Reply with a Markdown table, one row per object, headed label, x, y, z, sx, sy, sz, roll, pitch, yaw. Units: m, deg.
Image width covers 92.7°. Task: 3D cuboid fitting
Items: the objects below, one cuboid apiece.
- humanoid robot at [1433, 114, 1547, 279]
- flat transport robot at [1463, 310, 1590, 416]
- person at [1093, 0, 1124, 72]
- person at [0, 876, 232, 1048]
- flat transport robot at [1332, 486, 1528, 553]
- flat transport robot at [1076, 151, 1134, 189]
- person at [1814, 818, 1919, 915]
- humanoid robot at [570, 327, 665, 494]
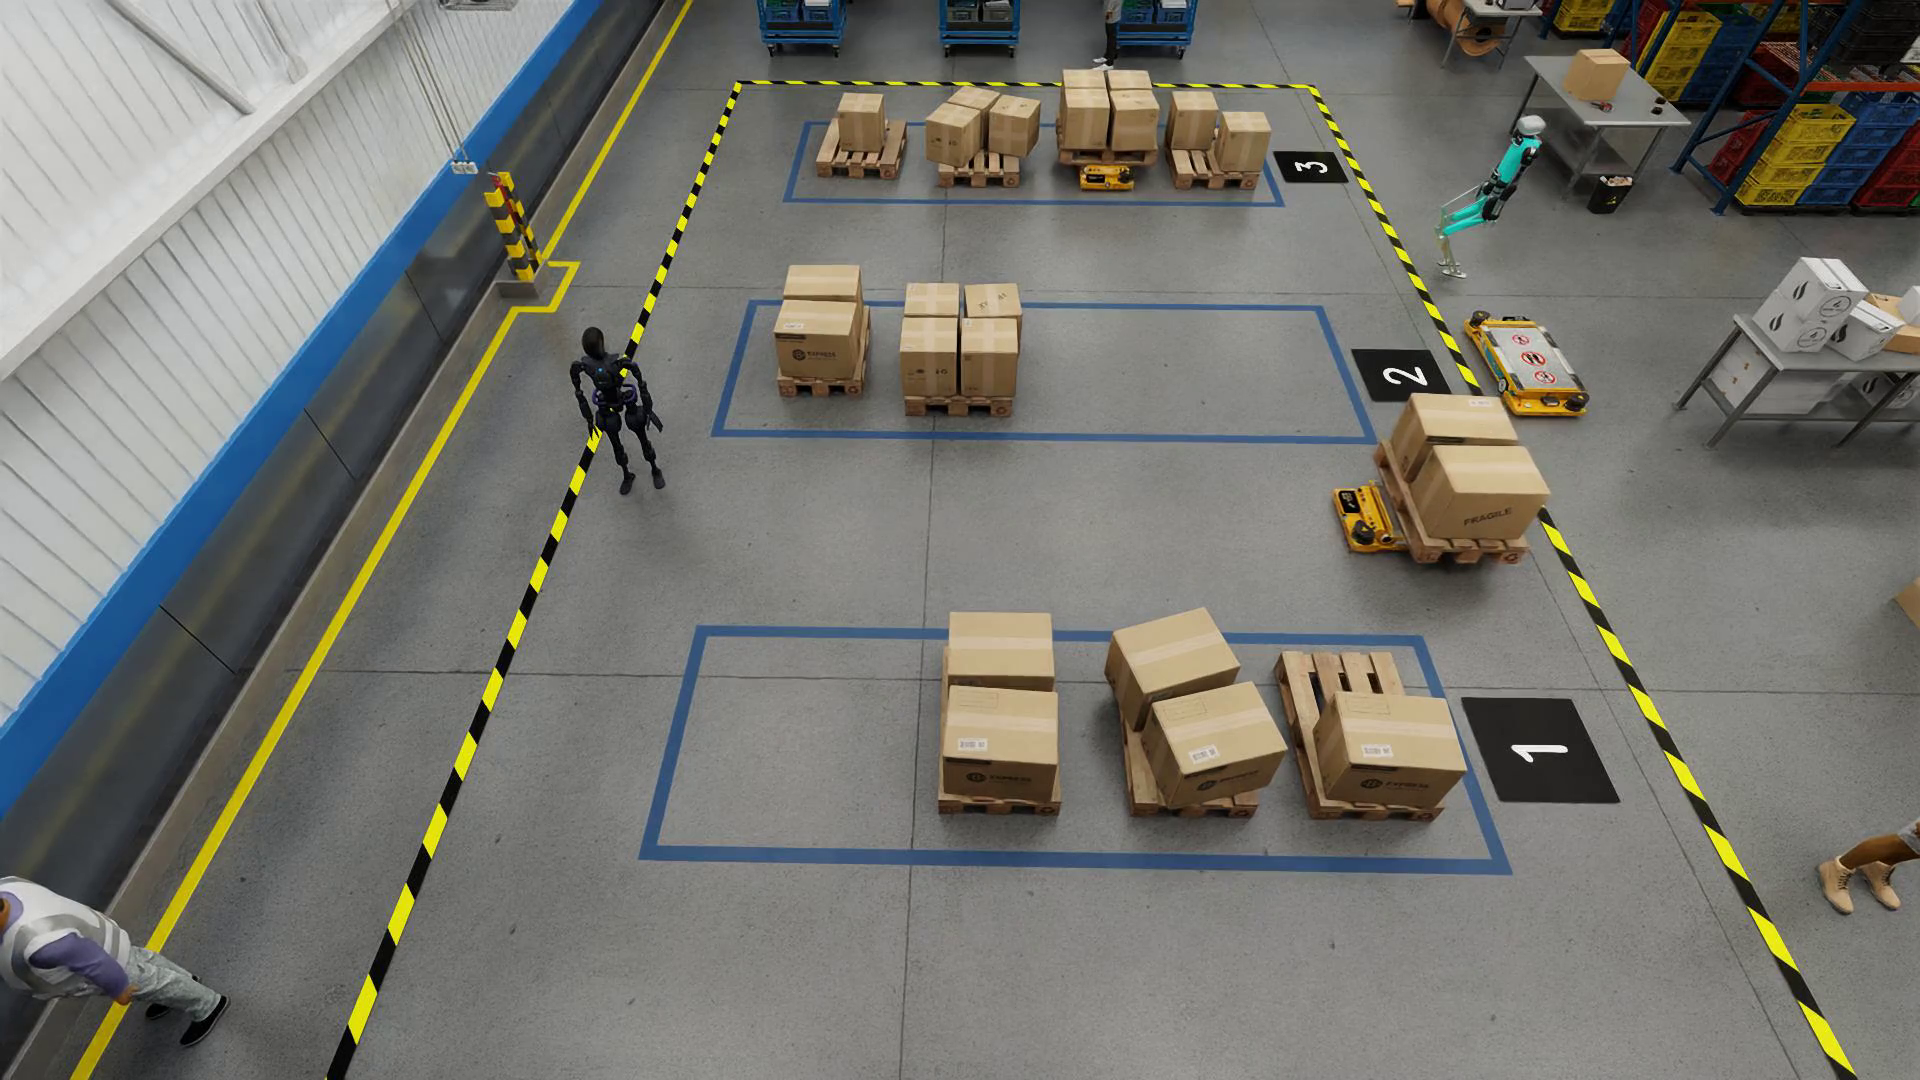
| label | x | y | z | sx | sy | sz | roll | pitch | yaw |
| --- | --- | --- | --- | --- | --- | --- | --- | --- | --- |
| humanoid robot | 5.367 | -3.570 | 9.560 | 0.735 | 1.681 | 0.533 | 8 | 50 | 7 |
| flat transport robot | 5.573 | -1.757 | 9.054 | 0.659 | 0.231 | 1.431 | 1 | 49 | 1 |
| person | 2.177 | -7.765 | 13.207 | 0.371 | 1.852 | 0.590 | 5 | 49 | 4 |
| person | -4.439 | 2.144 | 4.650 | 0.588 | 1.822 | 0.403 | 23 | 53 | 19 |
| flat transport robot | 3.945 | -0.204 | 7.691 | 1.431 | 0.197 | 0.652 | 1 | 49 | 1 |
| flat transport robot | 1.845 | -4.977 | 11.823 | 0.652 | 0.197 | 1.431 | 1 | 49 | 1 |
| person | 5.655 | 1.554 | 5.022 | 0.613 | 2.033 | 0.392 | -2 | 49 | -2 |
| humanoid robot | -2.773 | -1.040 | 7.493 | 0.599 | 1.655 | 0.315 | -8 | 50 | -7 |
